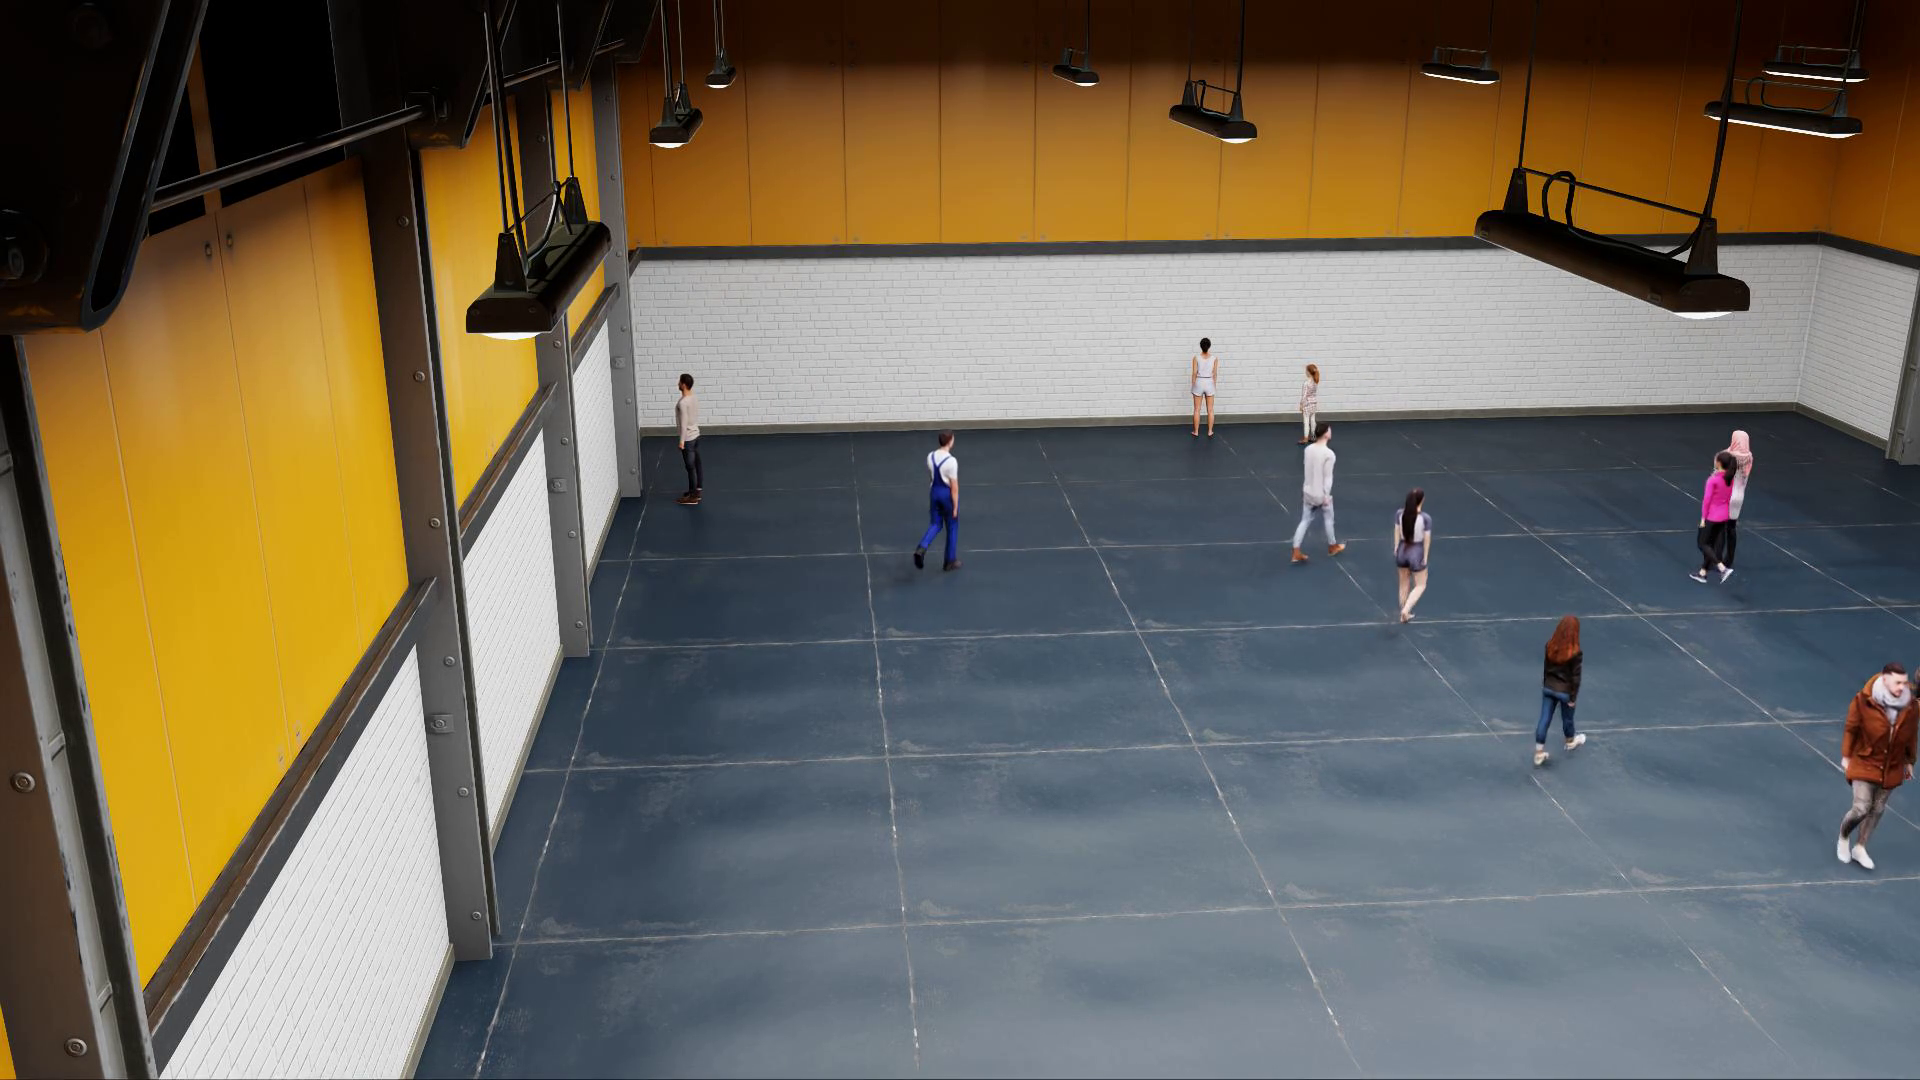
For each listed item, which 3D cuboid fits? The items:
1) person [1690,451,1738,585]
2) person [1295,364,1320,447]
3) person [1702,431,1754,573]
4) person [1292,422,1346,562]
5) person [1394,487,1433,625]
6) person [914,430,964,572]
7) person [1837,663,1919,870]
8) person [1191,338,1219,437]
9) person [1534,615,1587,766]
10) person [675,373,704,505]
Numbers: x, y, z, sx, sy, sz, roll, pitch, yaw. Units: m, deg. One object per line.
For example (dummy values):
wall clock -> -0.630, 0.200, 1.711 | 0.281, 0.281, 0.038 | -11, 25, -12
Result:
person -> 9.210, -0.229, 20.154 | 0.764, 1.683, 0.980 | -8, 20, -22
person -> 5.571, -2.170, 26.495 | 0.624, 1.313, 0.671 | -16, 24, -39
person -> 9.606, -0.496, 20.756 | 0.699, 1.804, 0.691 | -7, 20, -21
person -> 4.449, -0.568, 20.987 | 1.115, 1.792, 1.189 | -12, 22, -32
person -> 5.109, 0.211, 18.919 | 0.826, 1.636, 0.890 | 14, 23, 36
person -> -0.273, -0.454, 20.592 | 1.033, 1.829, 1.113 | 14, 23, 36
person -> 7.563, 1.835, 13.805 | 0.727, 1.822, 0.707 | 1, 19, 2
person -> 3.956, -2.489, 26.982 | 0.585, 1.607, 0.548 | 0, 19, 1
person -> 5.582, 1.429, 15.604 | 0.969, 1.443, 0.962 | -17, 25, -40
person -> -3.812, -1.437, 23.449 | 0.774, 1.868, 0.613 | 4, 19, 11
